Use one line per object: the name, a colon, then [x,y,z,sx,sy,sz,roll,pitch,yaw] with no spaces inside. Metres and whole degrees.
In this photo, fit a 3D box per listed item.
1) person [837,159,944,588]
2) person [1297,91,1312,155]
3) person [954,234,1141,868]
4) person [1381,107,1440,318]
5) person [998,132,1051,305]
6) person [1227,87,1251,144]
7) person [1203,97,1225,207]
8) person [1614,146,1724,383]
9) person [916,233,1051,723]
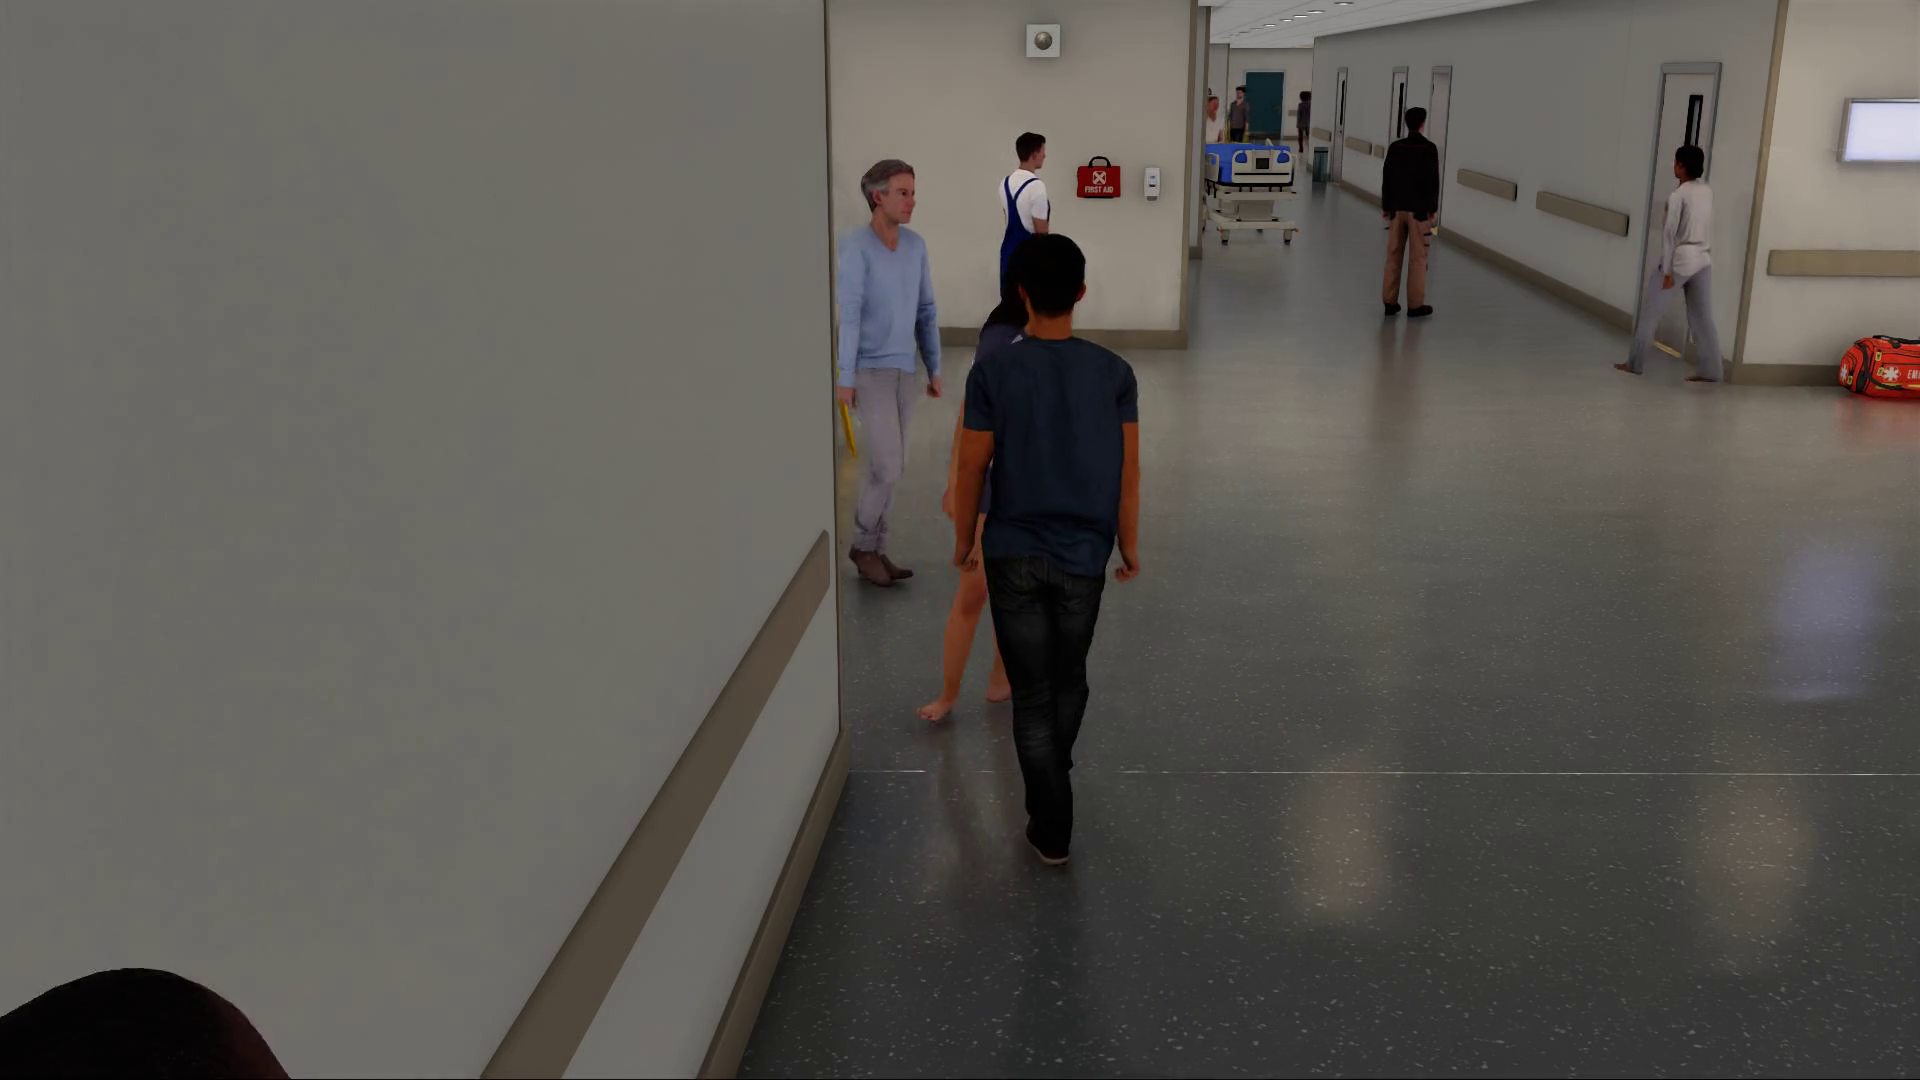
person: [-0.411,-0.721,7.356,0.867,1.875,0.824,14,21,40]
person: [9.649,-11.644,46.429,0.879,1.697,0.757,-2,16,-6]
person: [0.270,0.067,4.719,0.986,1.790,0.897,-3,16,-10]
person: [4.229,-3.086,15.656,0.734,1.923,0.852,12,20,36]
person: [0.433,-1.906,11.609,0.769,1.848,0.707,-13,20,-39]
person: [6.415,-9.389,38.090,1.158,1.882,1.101,-13,21,-39]
person: [4.184,-6.648,28.488,0.902,1.816,0.905,-4,16,-14]
person: [5.337,-1.953,12.075,1.160,1.686,1.017,-7,17,-22]
person: [0.121,-0.192,5.796,0.817,1.703,0.840,-11,19,-33]
